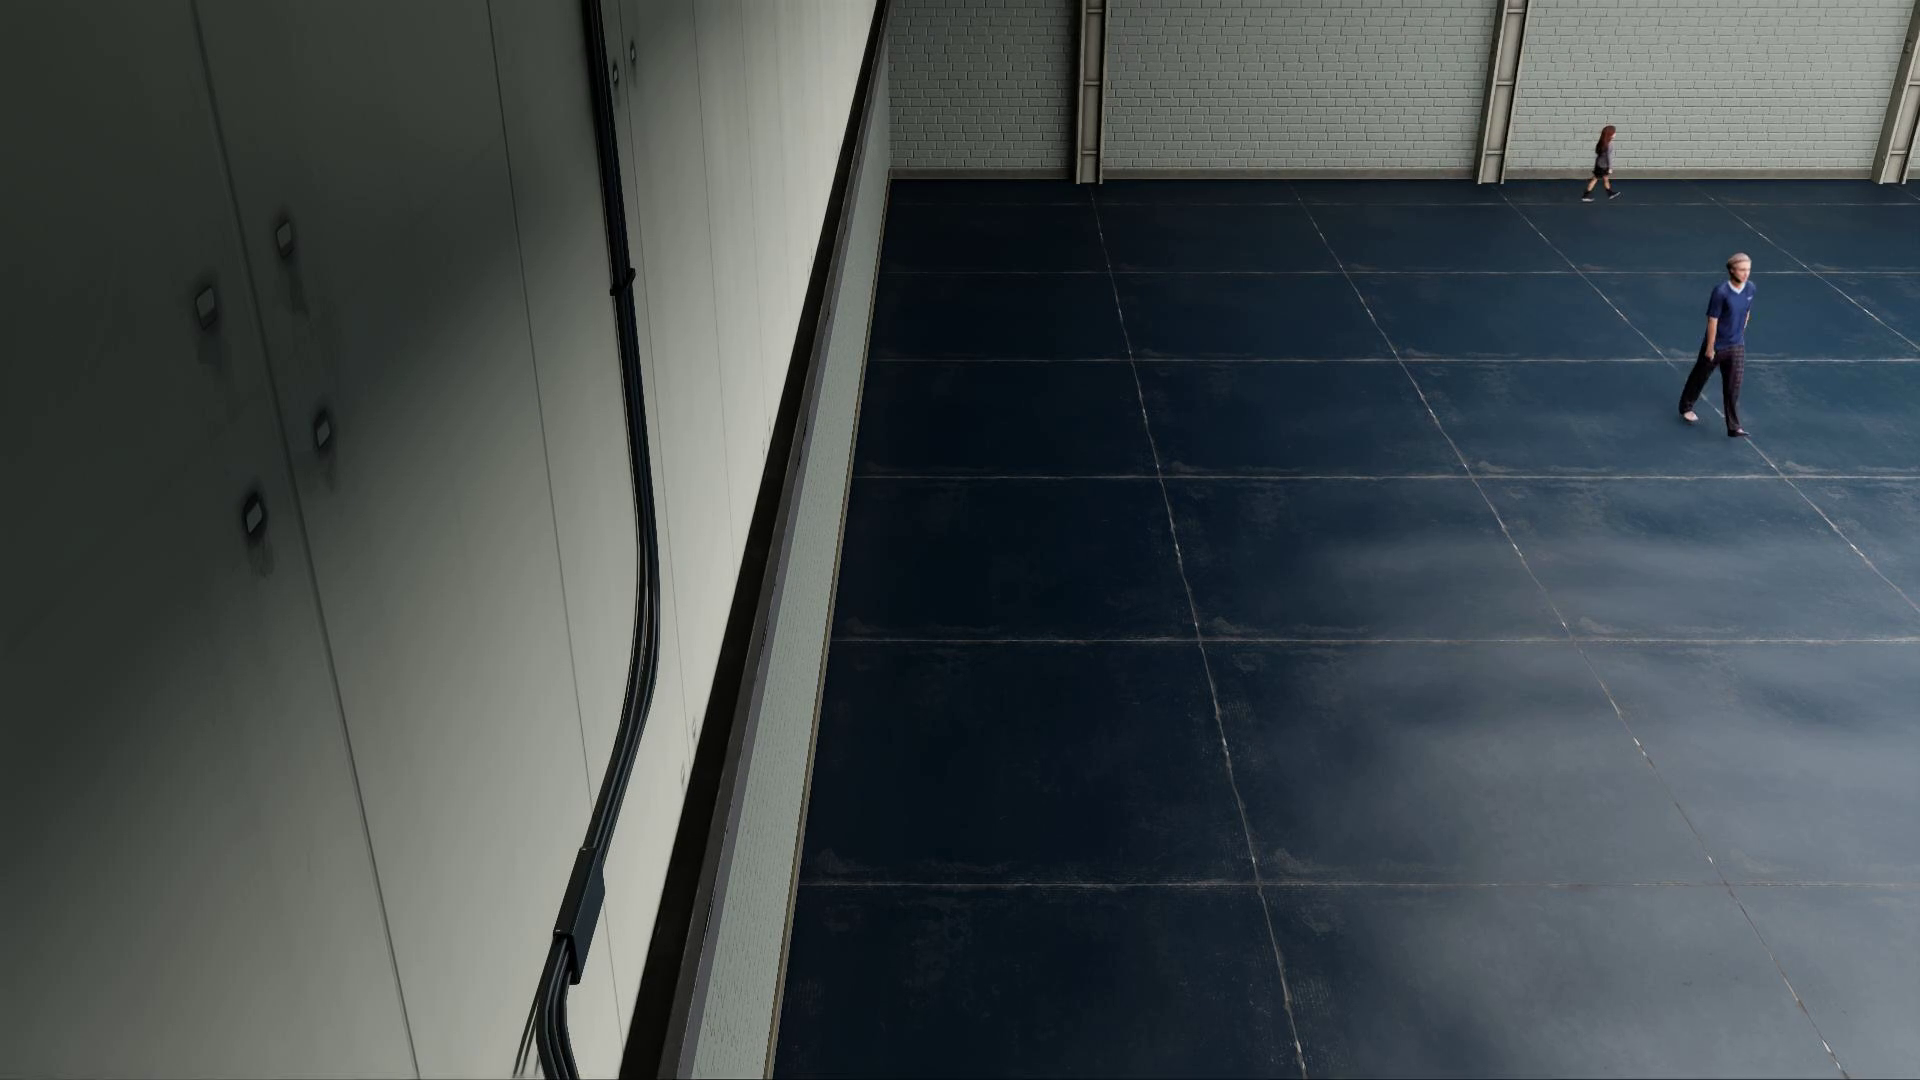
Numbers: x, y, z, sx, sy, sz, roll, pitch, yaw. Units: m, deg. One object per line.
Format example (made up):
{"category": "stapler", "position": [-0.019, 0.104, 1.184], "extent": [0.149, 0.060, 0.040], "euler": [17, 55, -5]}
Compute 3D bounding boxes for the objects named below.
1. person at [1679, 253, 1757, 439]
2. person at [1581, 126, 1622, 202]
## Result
{"category": "person", "position": [7.541, -1.967, 16.604], "extent": [1.161, 1.818, 0.903], "euler": [-6, 29, -11]}
{"category": "person", "position": [9.135, -5.372, 23.782], "extent": [0.779, 1.080, 0.537], "euler": [3, 28, 6]}
